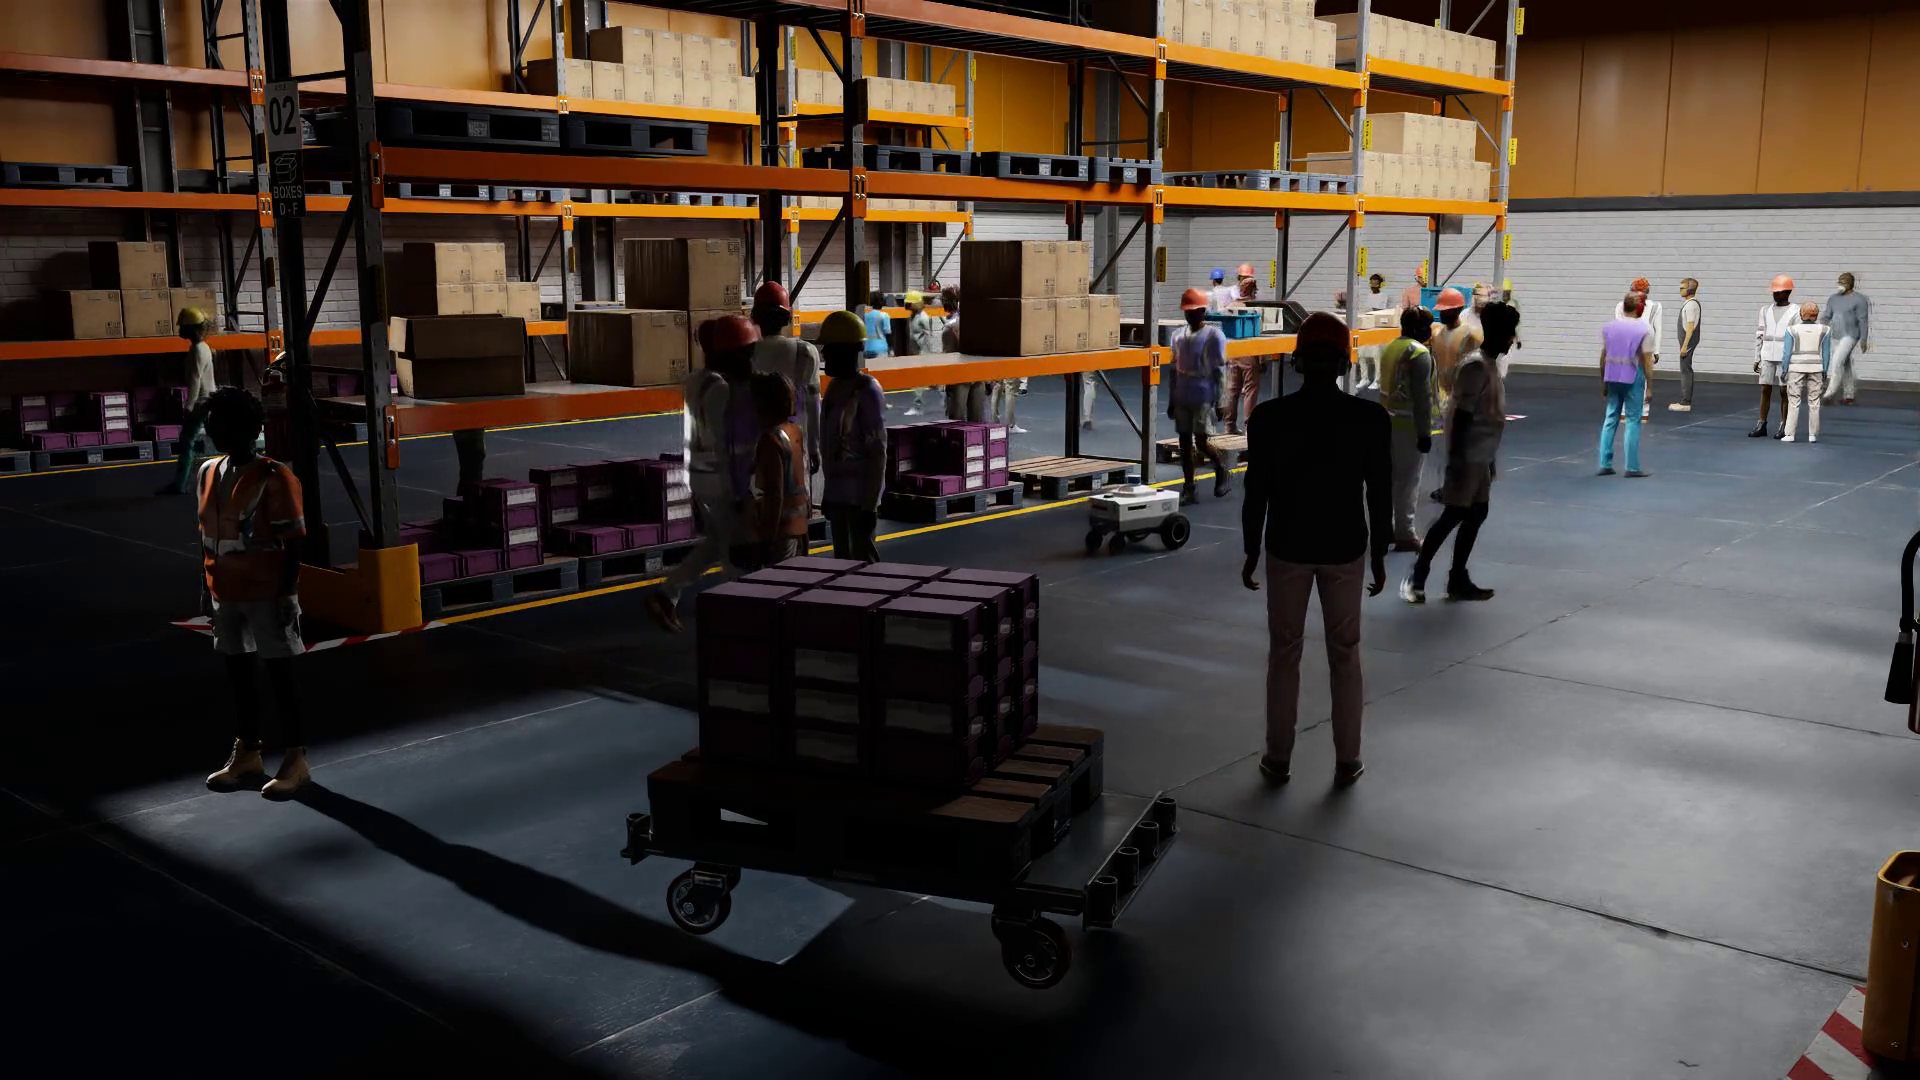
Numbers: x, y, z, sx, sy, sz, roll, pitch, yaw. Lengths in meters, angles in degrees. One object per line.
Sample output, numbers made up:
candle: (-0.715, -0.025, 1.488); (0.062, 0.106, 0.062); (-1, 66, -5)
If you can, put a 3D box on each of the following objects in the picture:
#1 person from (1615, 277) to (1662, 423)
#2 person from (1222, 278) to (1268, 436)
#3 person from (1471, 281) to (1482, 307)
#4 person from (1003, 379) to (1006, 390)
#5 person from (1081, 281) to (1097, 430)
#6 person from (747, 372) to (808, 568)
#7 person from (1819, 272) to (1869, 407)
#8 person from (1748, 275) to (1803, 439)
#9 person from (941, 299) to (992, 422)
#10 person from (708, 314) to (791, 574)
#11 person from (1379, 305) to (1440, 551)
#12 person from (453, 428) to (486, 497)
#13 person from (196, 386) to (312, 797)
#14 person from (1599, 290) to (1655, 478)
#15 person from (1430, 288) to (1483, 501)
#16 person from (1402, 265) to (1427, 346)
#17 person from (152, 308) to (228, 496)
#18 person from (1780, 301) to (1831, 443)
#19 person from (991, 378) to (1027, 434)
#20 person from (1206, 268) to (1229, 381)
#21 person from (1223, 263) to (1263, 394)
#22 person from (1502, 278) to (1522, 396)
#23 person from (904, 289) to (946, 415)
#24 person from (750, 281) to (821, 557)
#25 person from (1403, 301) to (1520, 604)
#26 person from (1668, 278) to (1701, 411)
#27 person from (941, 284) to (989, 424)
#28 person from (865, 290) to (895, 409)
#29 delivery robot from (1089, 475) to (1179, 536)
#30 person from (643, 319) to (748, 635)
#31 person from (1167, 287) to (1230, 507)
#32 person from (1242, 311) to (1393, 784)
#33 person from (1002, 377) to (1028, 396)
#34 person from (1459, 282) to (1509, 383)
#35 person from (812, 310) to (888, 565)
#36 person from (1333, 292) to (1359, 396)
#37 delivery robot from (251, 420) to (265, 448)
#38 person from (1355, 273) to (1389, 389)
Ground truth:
person: (8.740, -2.448, 21.496); (0.584, 1.881, 0.337); (2, 10, 13)
person: (3.449, -2.192, 20.014); (0.401, 1.899, 0.636); (-8, 13, -39)
person: (7.808, -3.012, 25.068); (0.523, 1.760, 0.327); (2, 10, 12)
person: (0.756, -3.382, 26.726); (0.631, 1.923, 0.642); (4, 11, 23)
person: (1.531, -2.333, 20.872); (0.635, 1.883, 1.054); (0, 10, -1)
person: (-0.918, -0.029, 8.413); (0.306, 1.639, 0.523); (1, 10, 6)
person: (12.478, -2.838, 23.659); (0.954, 1.895, 0.634); (-2, 10, -13)
person: (9.675, -2.158, 19.690); (0.371, 1.935, 0.551); (-9, 13, -40)
person: (0.090, -1.666, 17.184); (0.586, 1.833, 0.403); (-7, 12, -35)
person: (-1.124, -0.317, 9.306); (0.580, 1.909, 0.708); (5, 11, 28)
person: (3.370, -0.841, 12.499); (0.429, 1.836, 0.628); (-2, 10, -10)
person: (-3.649, -0.735, 12.453); (0.269, 1.632, 0.509); (-6, 11, -29)
person: (-2.932, 0.215, 6.864); (0.542, 1.695, 0.316); (4, 11, 24)
person: (6.563, -1.534, 16.406); (0.373, 1.843, 0.569); (-7, 12, -33)
person: (4.387, -1.292, 14.905); (0.710, 1.901, 0.576); (-6, 11, -29)
person: (7.186, -3.288, 25.960); (0.625, 1.991, 0.390); (-1, 10, -7)
person: (-6.893, -1.258, 15.188); (0.915, 1.722, 0.527); (-6, 11, -29)
person: (9.796, -1.939, 19.285); (0.514, 1.642, 0.310); (2, 10, 14)
person: (0.562, -2.217, 20.265); (0.328, 1.856, 0.521); (-10, 14, -44)
person: (4.433, -3.649, 28.232); (0.610, 1.921, 0.891); (-4, 11, -20)
person: (4.376, -3.252, 25.649); (0.629, 2.024, 0.504); (0, 10, -2)
person: (8.347, -3.139, 25.685); (0.597, 1.804, 0.874); (-1, 10, -8)
person: (-0.443, -2.547, 22.553); (0.709, 1.711, 0.505); (-5, 11, -26)
person: (-1.182, -0.608, 10.561); (0.605, 2.044, 0.375); (-2, 10, -12)
person: (3.184, -0.557, 10.633); (0.636, 1.923, 0.687); (5, 11, 29)
person: (10.079, -2.709, 23.090); (0.334, 1.843, 0.513); (5, 11, 26)
person: (0.010, -1.831, 18.050); (0.836, 1.863, 0.665); (0, 10, 1)
person: (-1.162, -2.611, 22.967); (0.651, 1.682, 0.557); (-8, 13, -40)
delivery robot: (1.303, -0.245, 12.462); (0.707, 0.478, 0.477); (-7, 12, -36)
person: (-1.401, -0.312, 9.385); (0.685, 1.868, 0.604); (-4, 11, -23)
person: (2.097, -1.253, 14.578); (0.551, 1.921, 0.552); (9, 14, 43)
person: (1.500, 0.037, 7.026); (0.621, 1.992, 0.397); (1, 10, 7)
person: (0.829, -3.121, 25.511); (0.405, 1.823, 0.591); (-9, 13, -41)
person: (5.715, -1.881, 18.233); (0.592, 1.892, 0.661); (-8, 13, -38)
person: (-0.593, -0.258, 8.897); (0.379, 1.928, 0.585); (-5, 11, -27)
person: (5.430, -2.706, 23.661); (0.374, 1.625, 0.543); (5, 11, 26)
delivery robot: (-7.224, -1.143, 17.576); (0.477, 0.478, 0.707); (9, 14, 43)
person: (6.591, -3.325, 26.580); (0.525, 1.845, 0.557); (-7, 12, -34)
